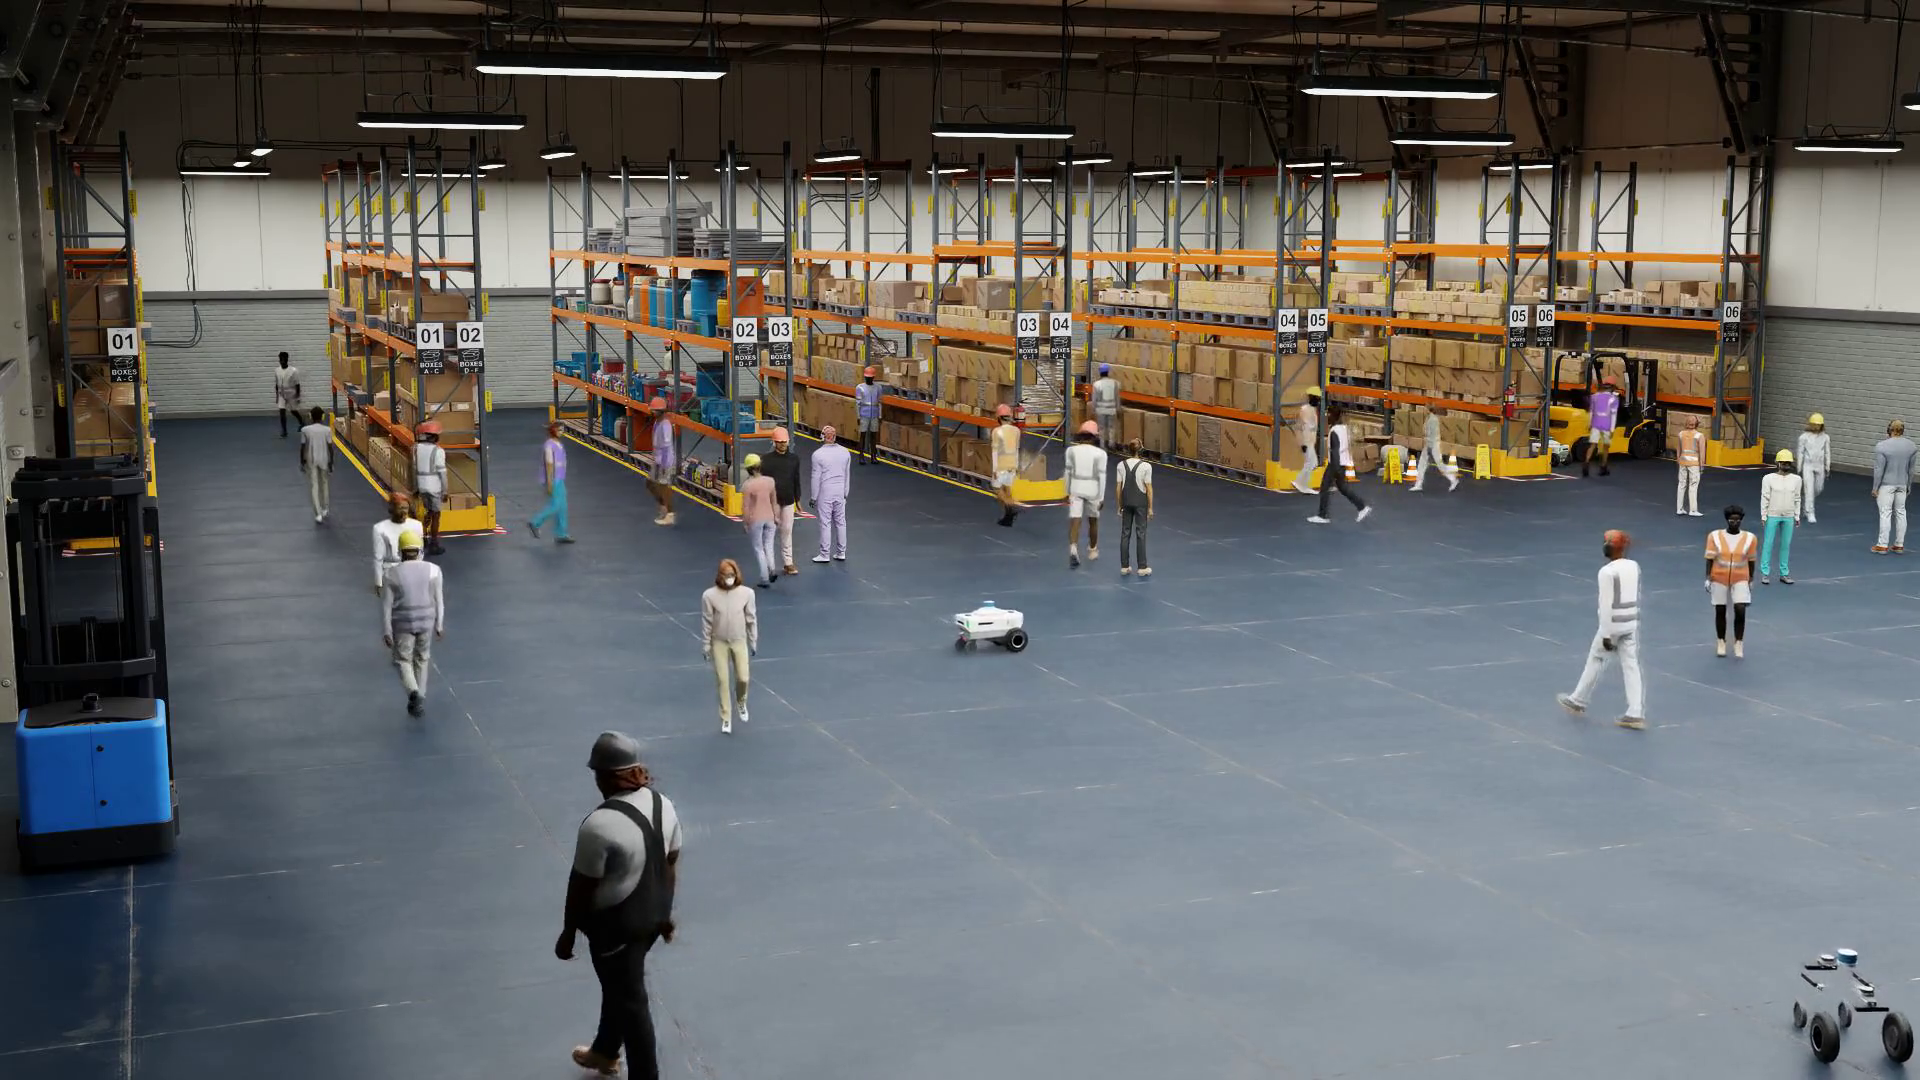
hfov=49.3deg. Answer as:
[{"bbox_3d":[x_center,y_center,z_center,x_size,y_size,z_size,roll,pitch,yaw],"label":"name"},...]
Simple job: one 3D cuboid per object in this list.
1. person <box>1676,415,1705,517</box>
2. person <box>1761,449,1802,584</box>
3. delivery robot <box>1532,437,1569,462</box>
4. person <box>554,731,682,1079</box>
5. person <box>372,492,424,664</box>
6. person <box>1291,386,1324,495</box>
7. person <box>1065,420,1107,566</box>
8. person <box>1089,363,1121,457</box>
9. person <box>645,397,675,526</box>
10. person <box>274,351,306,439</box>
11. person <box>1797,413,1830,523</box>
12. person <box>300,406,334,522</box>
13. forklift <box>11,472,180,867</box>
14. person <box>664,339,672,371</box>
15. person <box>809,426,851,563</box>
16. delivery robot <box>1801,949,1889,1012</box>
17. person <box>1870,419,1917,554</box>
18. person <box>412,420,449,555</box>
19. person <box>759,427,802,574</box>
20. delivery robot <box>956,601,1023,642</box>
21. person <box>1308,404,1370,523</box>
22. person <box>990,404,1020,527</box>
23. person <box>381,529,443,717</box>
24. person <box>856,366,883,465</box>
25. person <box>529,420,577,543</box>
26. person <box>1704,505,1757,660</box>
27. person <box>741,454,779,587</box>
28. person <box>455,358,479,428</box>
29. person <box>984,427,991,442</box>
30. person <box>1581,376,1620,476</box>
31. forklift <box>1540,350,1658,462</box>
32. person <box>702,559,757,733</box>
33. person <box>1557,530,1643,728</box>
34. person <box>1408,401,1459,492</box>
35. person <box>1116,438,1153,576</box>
[{"bbox_3d":[11.813,-1.203,33.859,0.310,1.638,0.523,-5,10,-32],"label":"person"},{"bbox_3d":[10.761,-0.308,27.460,0.528,1.772,0.304,0,9,-1],"label":"person"},{"bbox_3d":[11.606,-1.783,41.156,0.477,0.478,0.707,-6,11,-37],"label":"delivery robot"},{"bbox_3d":[-1.923,2.011,11.241,0.867,2.000,0.687,4,9,25],"label":"person"},{"bbox_3d":[-5.956,0.422,22.270,0.584,1.868,0.448,-6,10,-33],"label":"person"},{"bbox_3d":[6.117,-1.736,36.524,0.438,1.907,0.605,3,9,17],"label":"person"},{"bbox_3d":[1.722,-0.657,29.013,0.621,2.013,0.974,2,9,15],"label":"person"},{"bbox_3d":[2.911,-2.595,42.160,0.640,1.932,0.443,-3,9,-19],"label":"person"},{"bbox_3d":[-4.683,-1.230,32.758,0.469,2.023,0.650,-4,9,-23],"label":"person"},{"bbox_3d":[-14.883,-3.241,46.496,0.622,1.938,0.822,2,9,12],"label":"person"},{"bbox_3d":[13.604,-1.171,33.387,0.497,1.722,0.746,0,9,-1],"label":"person"},{"bbox_3d":[-10.259,-1.224,33.418,0.513,1.821,0.976,-3,9,-21],"label":"person"},{"bbox_3d":[-6.630,0.886,15.957,1.129,2.768,1.873,-3,9,-21],"label":"forklift"},{"bbox_3d":[-6.983,-3.888,50.624,0.407,1.986,0.617,3,9,22],"label":"person"},{"bbox_3d":[-1.832,-0.641,29.224,0.638,1.909,0.408,-7,11,-39],"label":"person"},{"bbox_3d":[5.073,2.464,11.977,0.335,0.223,0.698,0,8,-1],"label":"delivery robot"},{"bbox_3d":[13.344,-0.769,29.974,0.629,1.940,0.372,-2,9,-10],"label":"person"},{"bbox_3d":[-7.529,-0.750,29.898,0.575,1.919,0.403,4,10,27],"label":"person"},{"bbox_3d":[-2.413,-0.524,28.146,0.611,1.996,0.378,-4,10,-27],"label":"person"},{"bbox_3d":[0.325,0.916,23.164,0.707,0.478,0.477,-4,9,-23],"label":"delivery robot"},{"bbox_3d":[6.015,-1.210,33.103,0.889,1.889,0.598,4,9,24],"label":"person"},{"bbox_3d":[0.729,-1.157,32.640,0.555,1.923,0.534,-6,11,-36],"label":"person"},{"bbox_3d":[-5.188,0.804,19.905,0.598,1.814,0.673,-5,10,-30],"label":"person"},{"bbox_3d":[-1.776,-2.451,41.208,0.545,1.933,0.376,-3,9,-20],"label":"person"},{"bbox_3d":[-6.020,-0.862,30.972,0.579,1.830,0.565,1,9,5],"label":"person"},{"bbox_3d":[8.322,0.460,22.653,0.538,1.674,0.657,3,9,20],"label":"person"},{"bbox_3d":[-2.609,-0.253,27.148,0.546,1.739,0.398,-7,11,-40],"label":"person"},{"bbox_3d":[-11.427,-3.603,48.680,0.608,1.995,0.377,-2,9,-12],"label":"person"},{"bbox_3d":[0.751,-3.000,45.243,0.640,1.813,0.790,-2,9,-13],"label":"person"},{"bbox_3d":[11.971,-2.122,39.184,0.632,1.892,0.849,8,12,43],"label":"person"},{"bbox_3d":[12.897,-2.725,42.309,2.313,2.155,1.214,-3,9,-21],"label":"forklift"},{"bbox_3d":[-2.141,0.969,19.427,0.509,1.620,0.378,-1,9,-7],"label":"person"},{"bbox_3d":[6.106,0.809,19.782,0.577,1.833,0.970,-5,10,-31],"label":"person"},{"bbox_3d":[8.418,-1.650,37.006,0.848,1.608,0.518,0,9,-2],"label":"person"},{"bbox_3d":[2.354,-0.448,28.140,0.514,1.844,0.333,4,10,26],"label":"person"}]
